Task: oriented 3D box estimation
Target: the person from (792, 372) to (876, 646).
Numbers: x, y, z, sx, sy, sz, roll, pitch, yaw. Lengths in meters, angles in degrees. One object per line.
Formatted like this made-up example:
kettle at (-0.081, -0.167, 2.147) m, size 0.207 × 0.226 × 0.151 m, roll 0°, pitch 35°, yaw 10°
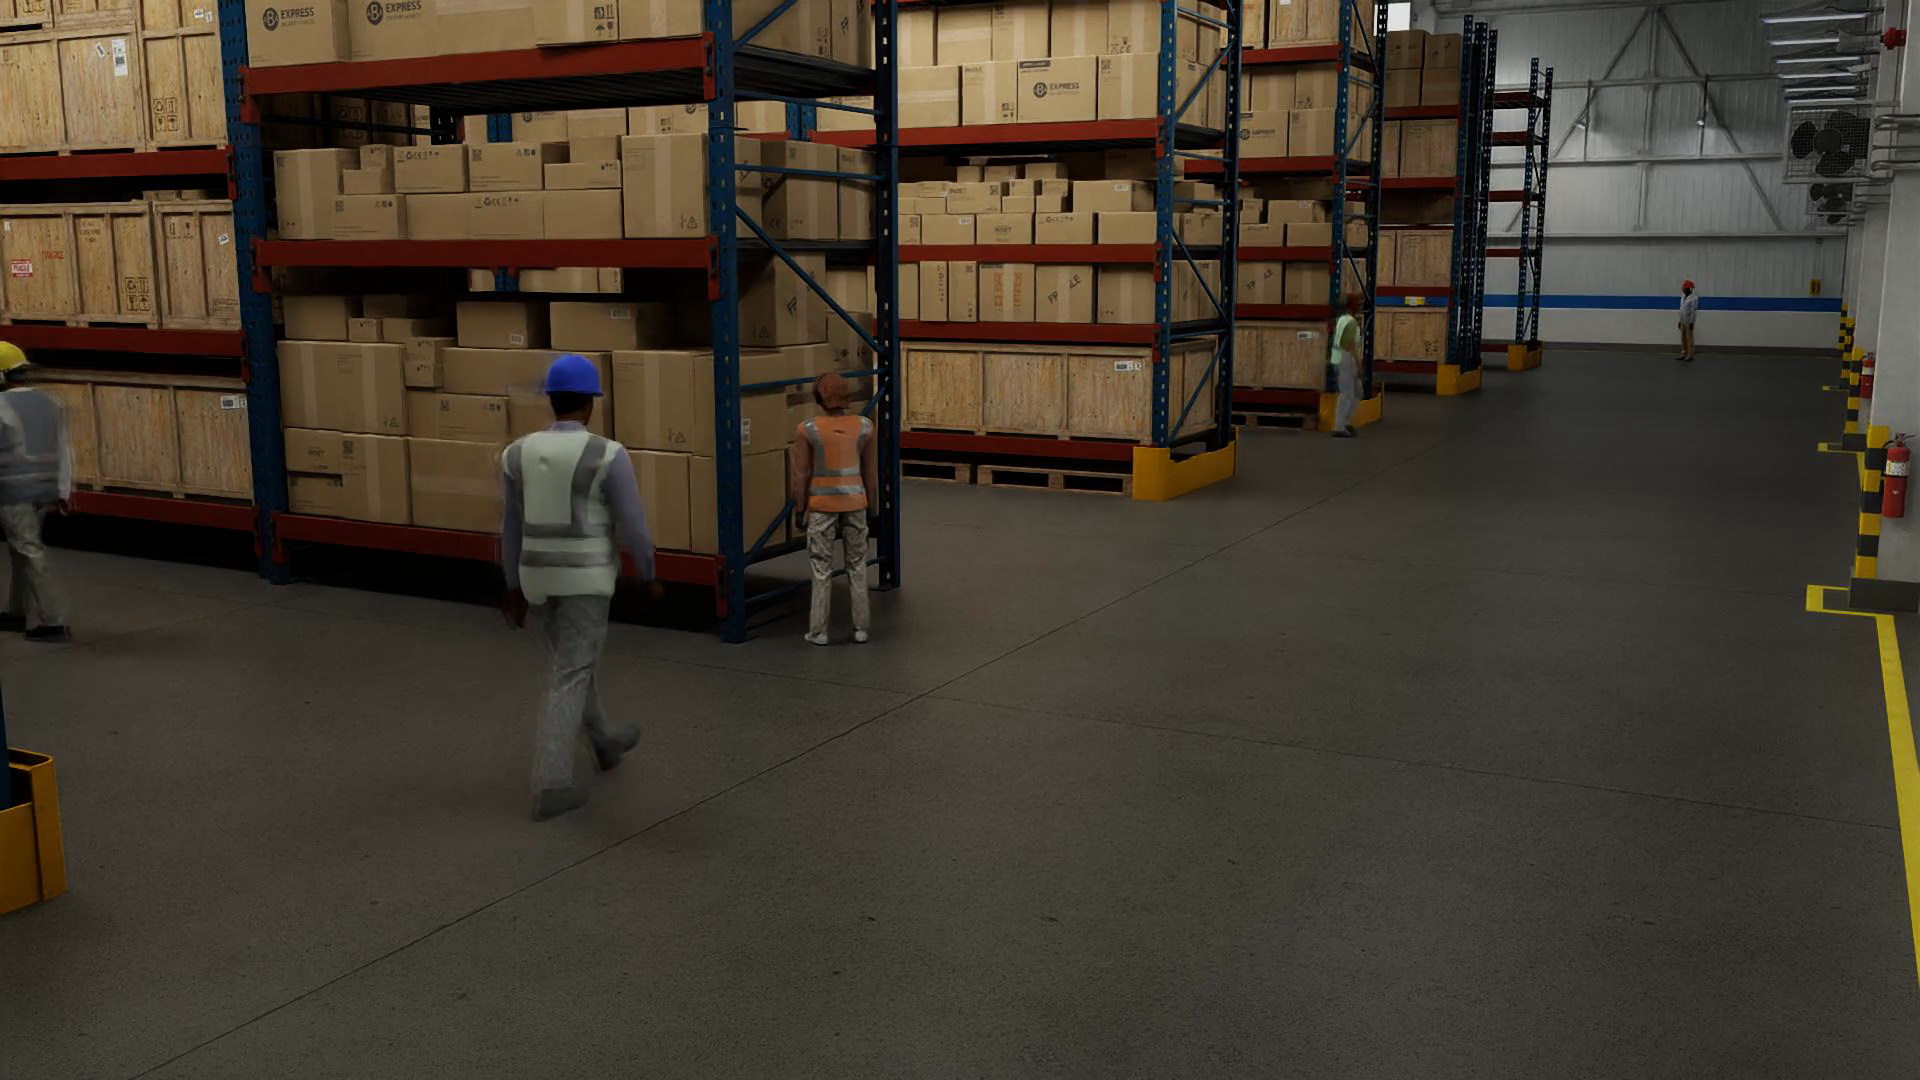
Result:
person at (-0.737, -0.176, 9.884) m, size 0.523 × 1.632 × 0.318 m, roll -4°, pitch 10°, yaw -21°

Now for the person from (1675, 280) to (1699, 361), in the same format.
person at (15.699, -4.737, 35.960) m, size 0.354 × 1.744 × 0.563 m, roll -1°, pitch 10°, yaw -7°

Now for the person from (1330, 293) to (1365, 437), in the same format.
person at (4.949, -2.198, 21.020) m, size 0.527 × 1.830 × 0.572 m, roll 1°, pitch 10°, yaw 6°

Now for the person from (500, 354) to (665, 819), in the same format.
person at (-1.584, 0.163, 7.137) m, size 0.600 × 1.893 × 0.970 m, roll 4°, pitch 11°, yaw 24°

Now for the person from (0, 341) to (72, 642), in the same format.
person at (-5.740, -0.284, 10.014) m, size 0.822 × 1.800 × 0.609 m, roll 2°, pitch 10°, yaw 13°
